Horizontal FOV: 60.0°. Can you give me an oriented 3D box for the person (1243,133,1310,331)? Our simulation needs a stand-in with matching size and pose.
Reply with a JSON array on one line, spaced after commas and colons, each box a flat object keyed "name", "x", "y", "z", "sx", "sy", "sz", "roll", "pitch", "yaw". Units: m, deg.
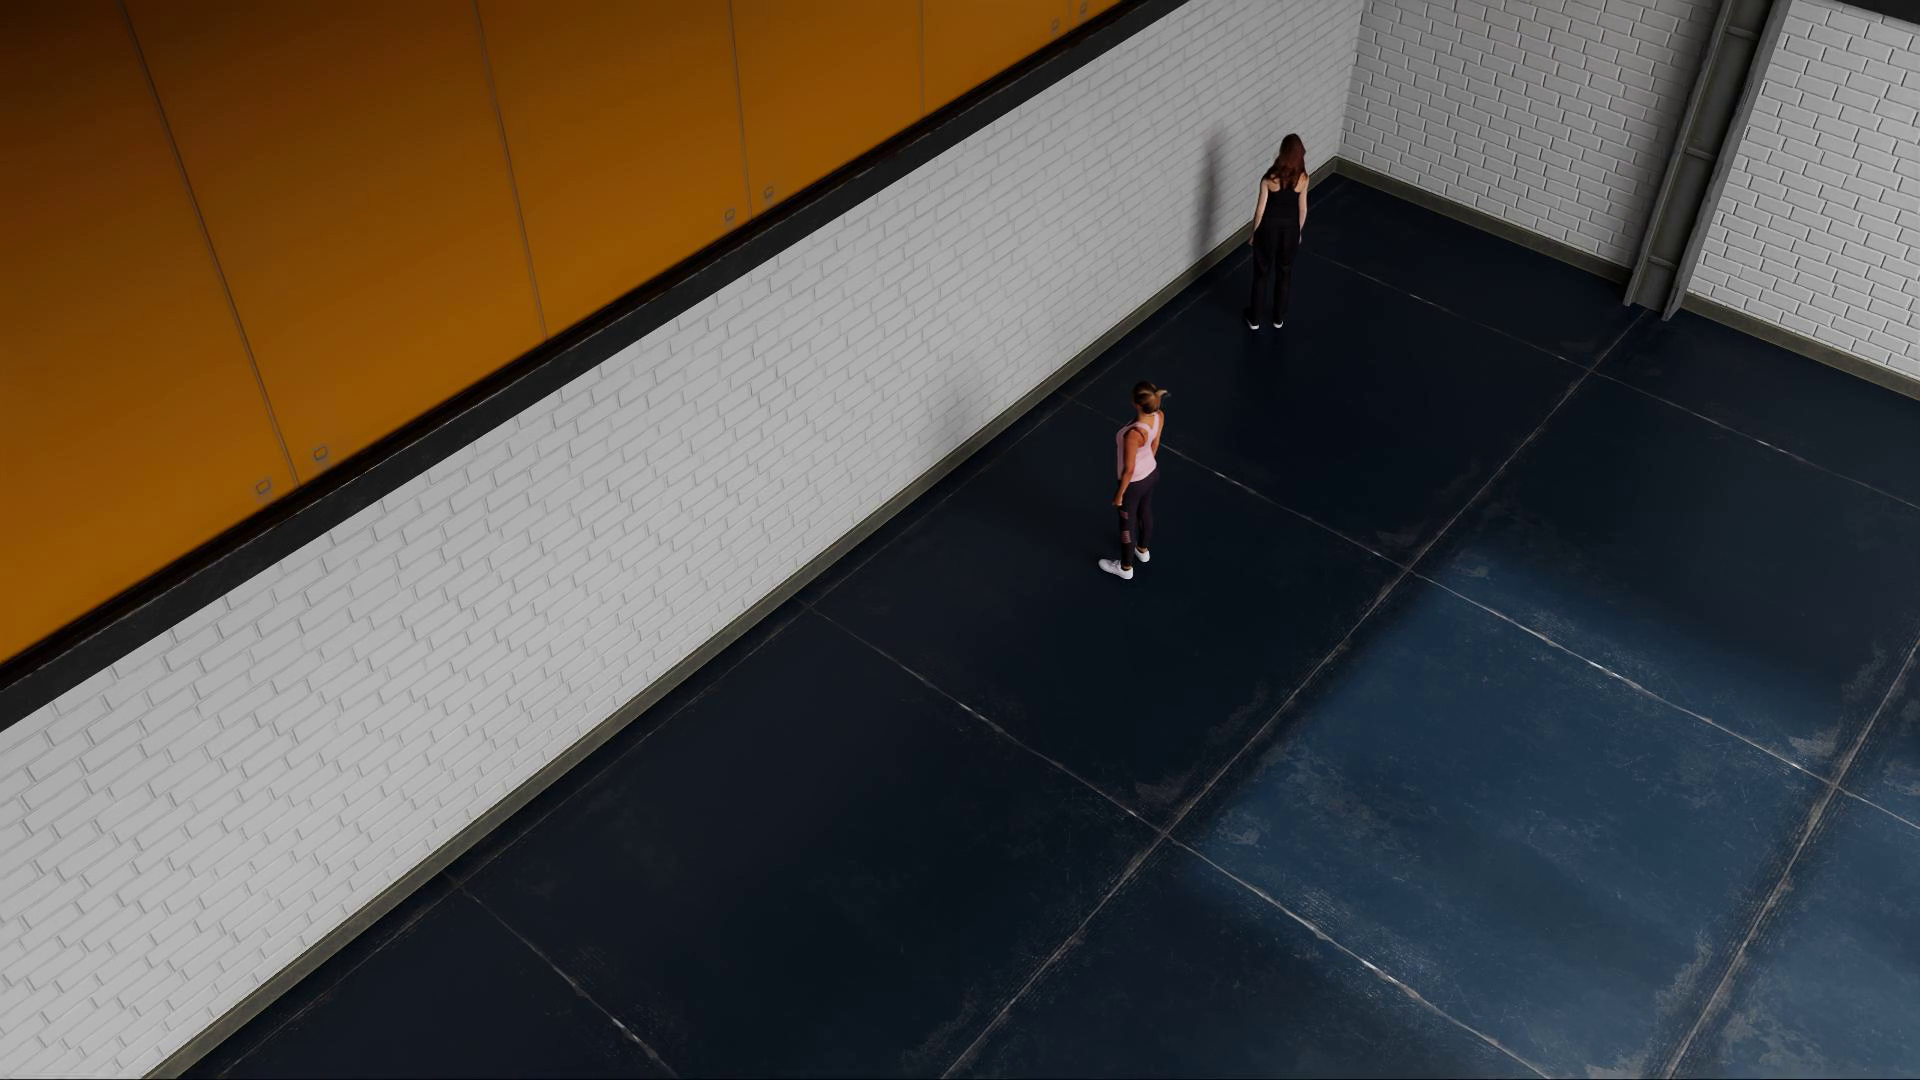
[{"name": "person", "x": 2.546, "y": -2.464, "z": 13.337, "sx": 0.659, "sy": 1.746, "sz": 0.727, "roll": -2, "pitch": 44, "yaw": -2}]

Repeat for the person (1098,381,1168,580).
[{"name": "person", "x": 1.207, "y": -0.420, "z": 11.267, "sx": 0.525, "sy": 1.642, "sz": 0.562, "roll": 29, "pitch": 51, "yaw": 27}]
